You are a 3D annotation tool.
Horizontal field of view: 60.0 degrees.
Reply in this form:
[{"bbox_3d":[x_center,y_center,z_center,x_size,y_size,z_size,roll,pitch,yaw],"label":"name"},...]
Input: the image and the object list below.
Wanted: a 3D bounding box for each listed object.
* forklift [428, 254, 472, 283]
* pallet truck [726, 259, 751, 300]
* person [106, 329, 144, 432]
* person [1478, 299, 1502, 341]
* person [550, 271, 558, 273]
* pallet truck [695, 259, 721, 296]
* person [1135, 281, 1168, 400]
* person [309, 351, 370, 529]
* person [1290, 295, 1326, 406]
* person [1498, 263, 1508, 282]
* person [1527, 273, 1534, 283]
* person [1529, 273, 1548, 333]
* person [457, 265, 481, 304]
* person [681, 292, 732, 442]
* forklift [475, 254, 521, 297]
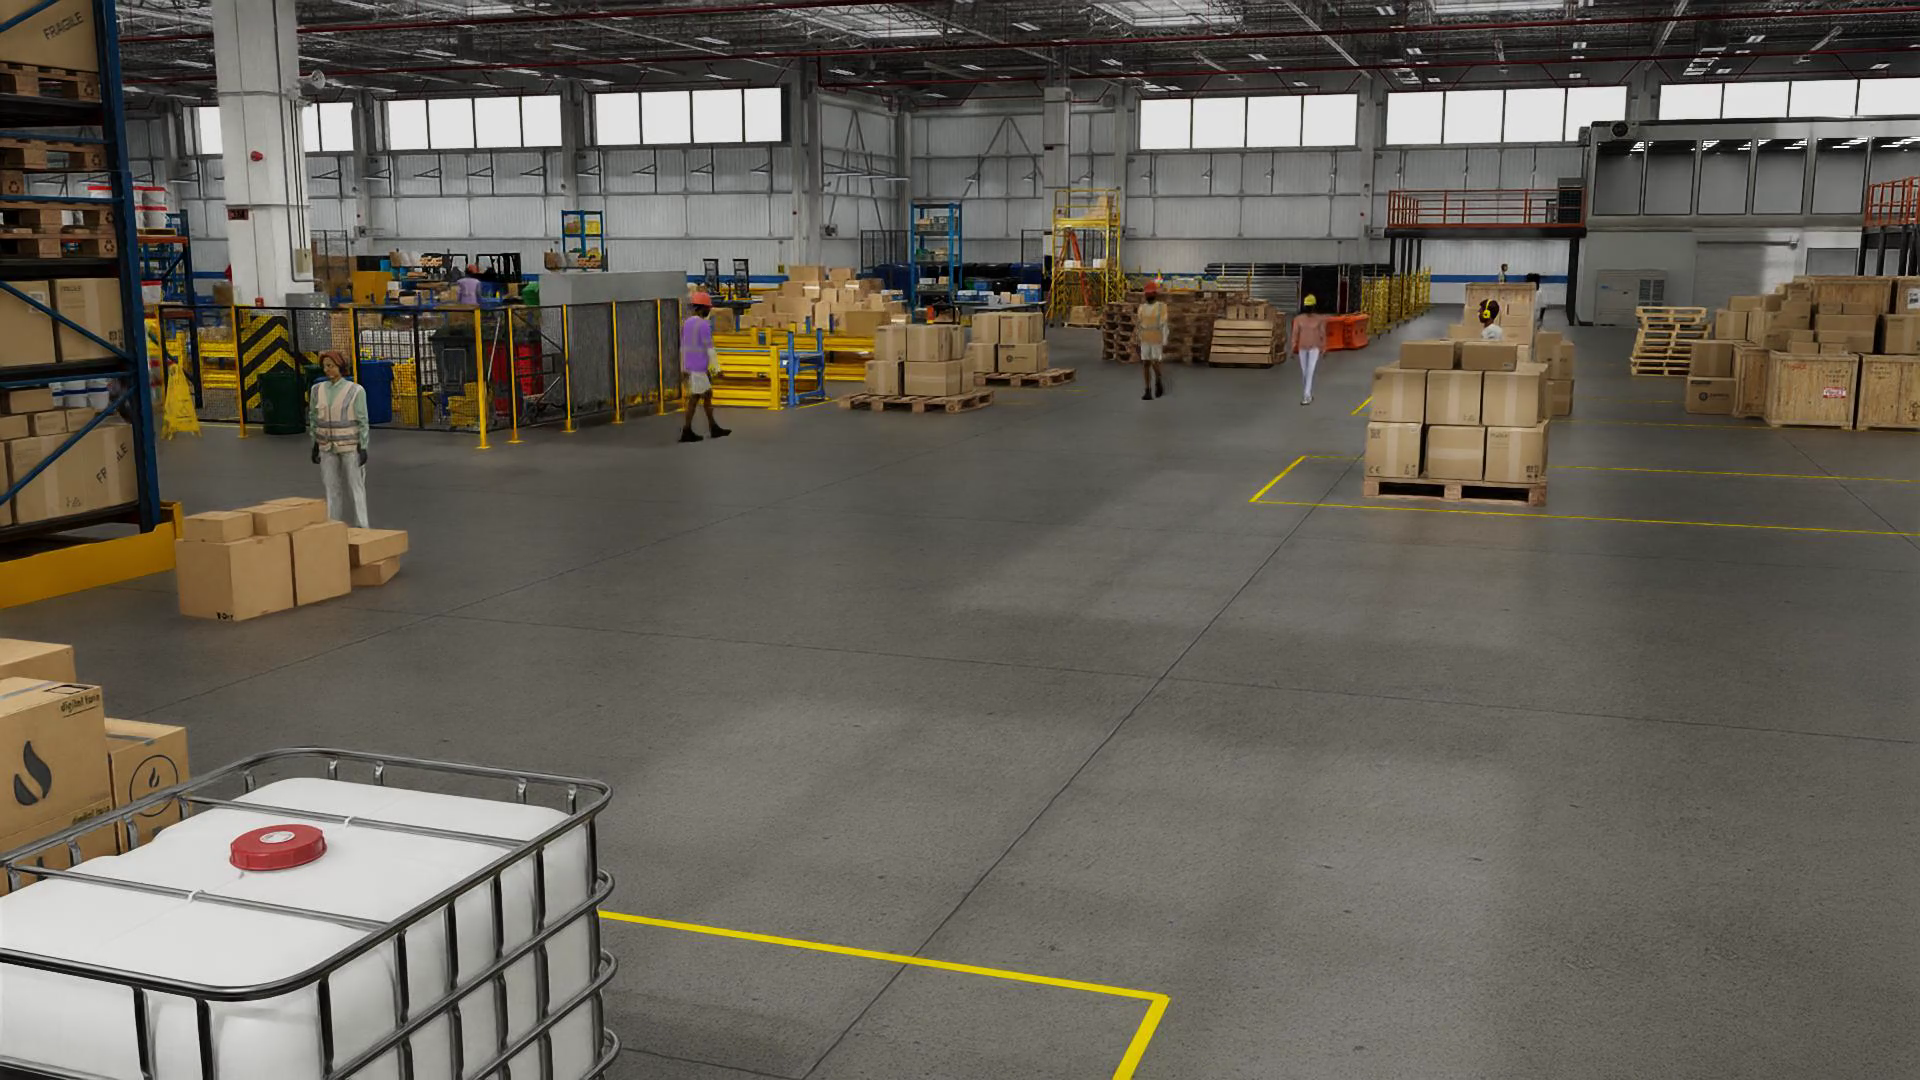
[{"bbox_3d":[-20.133,-10.254,65.465,1.157,1.987,2.680,3,11,19],"label":"forklift"},{"bbox_3d":[-7.986,-9.493,62.019,0.823,1.965,1.885,3,11,17],"label":"pallet truck"},{"bbox_3d":[-10.446,-2.146,20.854,0.401,1.921,0.554,4,11,19],"label":"person"},{"bbox_3d":[6.160,-1.879,19.500,0.321,1.871,0.532,6,12,32],"label":"person"},{"bbox_3d":[-9.954,-5.770,41.421,0.815,1.877,0.659,-6,12,-32],"label":"person"},{"bbox_3d":[-9.165,-9.627,62.776,0.823,1.965,1.885,4,11,23],"label":"pallet truck"},{"bbox_3d":[3.074,-3.214,26.851,0.565,1.927,0.394,7,12,33],"label":"person"},{"bbox_3d":[-5.125,-0.744,13.753,0.522,1.640,0.306,2,10,10],"label":"person"},{"bbox_3d":[5.516,-3.011,26.288,0.536,1.725,0.889,5,11,28],"label":"person"},{"bbox_3d":[19.321,-8.928,59.274,0.342,1.842,0.506,5,11,25],"label":"person"},{"bbox_3d":[12.438,-4.896,36.416,0.613,1.891,0.668,7,12,33],"label":"person"},{"bbox_3d":[12.234,-4.691,35.213,0.994,1.923,0.611,-4,11,-22],"label":"person"},{"bbox_3d":[-12.468,-5.958,42.176,0.623,1.970,1.061,-6,12,-32],"label":"person"},{"bbox_3d":[-3.229,-2.209,21.267,0.874,1.899,0.552,-6,12,-30],"label":"person"},{"bbox_3d":[-17.990,-10.121,64.684,1.157,1.987,2.680,3,11,17],"label":"forklift"}]
